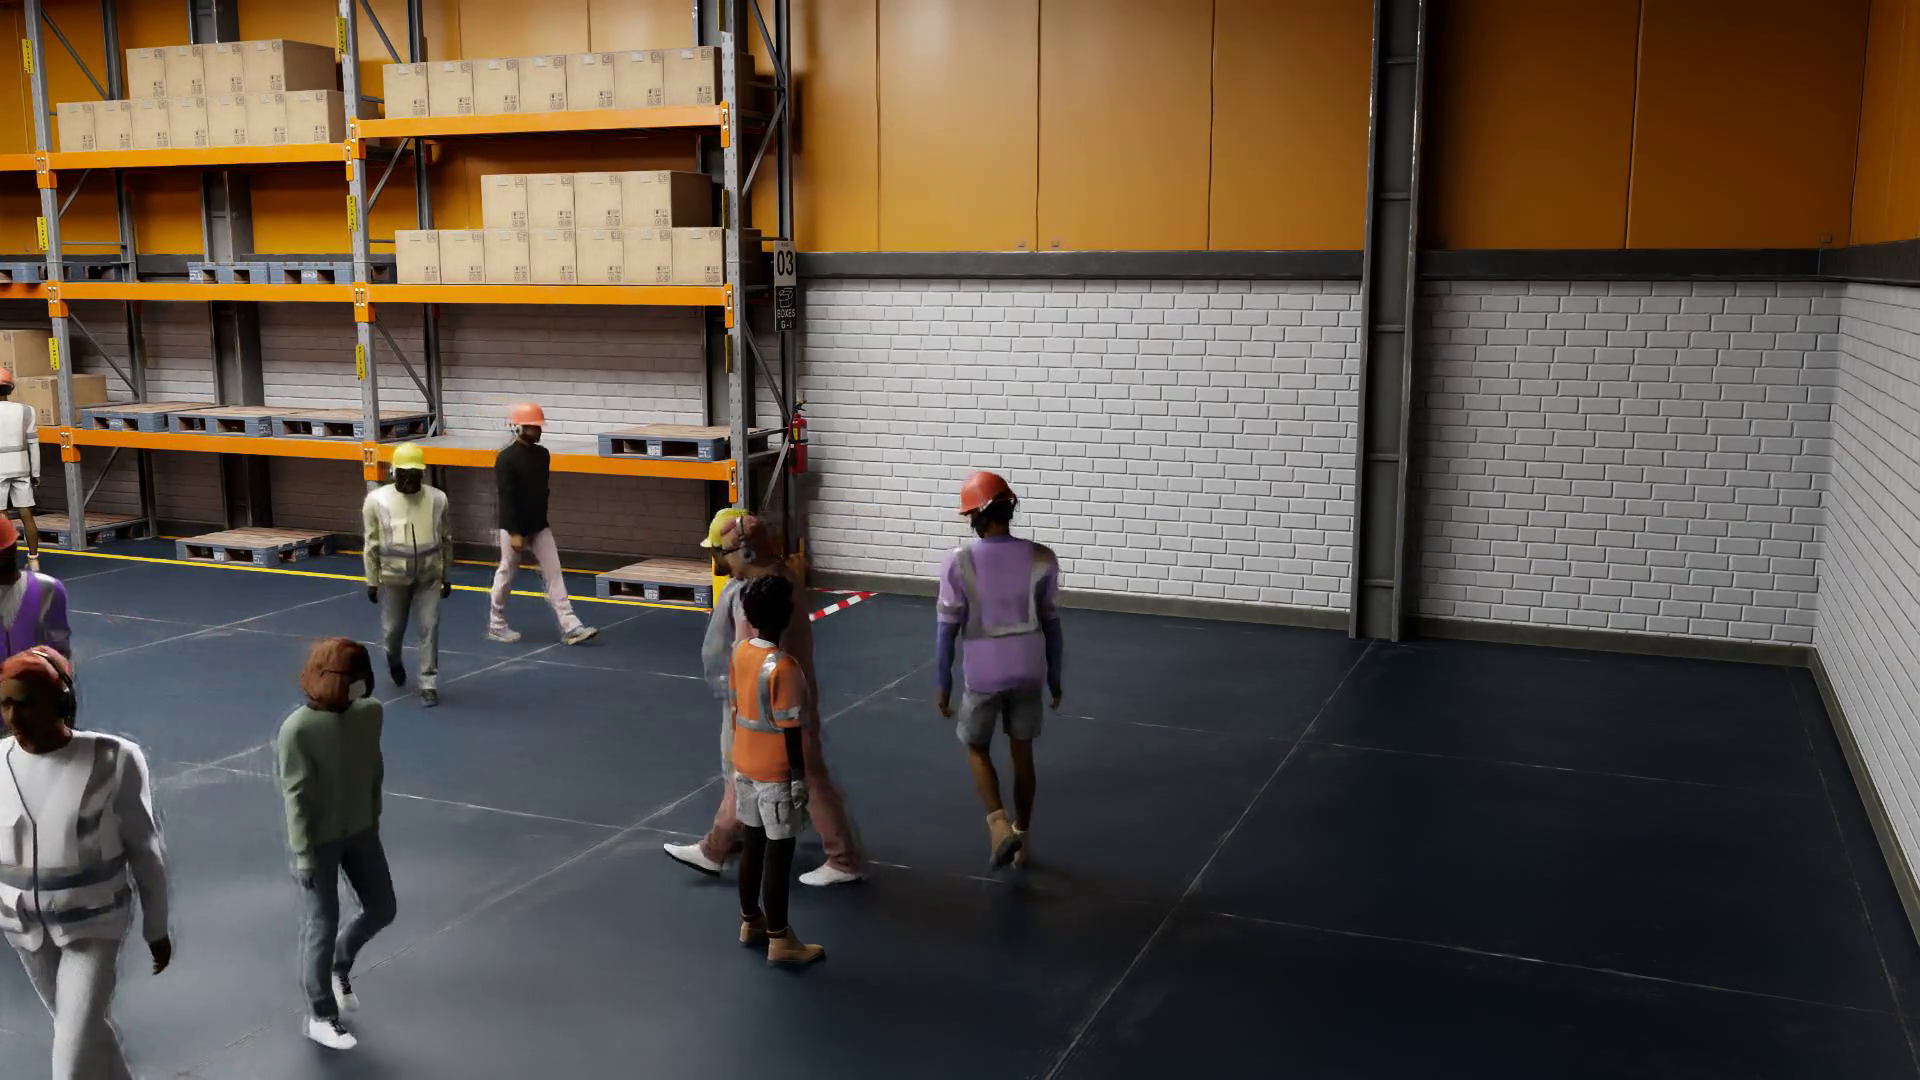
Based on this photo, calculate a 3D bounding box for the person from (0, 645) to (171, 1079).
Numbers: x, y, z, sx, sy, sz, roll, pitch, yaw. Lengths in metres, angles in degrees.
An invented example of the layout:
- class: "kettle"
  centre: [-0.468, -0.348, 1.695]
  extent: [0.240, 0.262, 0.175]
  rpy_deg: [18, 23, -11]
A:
- class: "person"
  centre: [-2.861, 1.246, 5.214]
  extent: [0.606, 1.828, 0.994]
  rpy_deg: [0, 9, 1]

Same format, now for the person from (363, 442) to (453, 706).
- class: "person"
  centre: [-3.808, 0.216, 11.503]
  extent: [0.604, 1.815, 0.676]
  rpy_deg: [-5, 11, -28]

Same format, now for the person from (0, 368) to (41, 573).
- class: "person"
  centre: [-9.231, -0.651, 16.085]
  extent: [0.384, 2.039, 0.616]
  rpy_deg: [7, 12, 38]

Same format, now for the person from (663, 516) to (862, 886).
- class: "person"
  centre: [-0.946, 0.790, 7.987]
  extent: [1.007, 1.830, 0.715]
  rpy_deg: [-1, 9, -6]

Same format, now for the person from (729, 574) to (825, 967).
- class: "person"
  centre: [-0.808, 0.985, 7.203]
  extent: [0.316, 1.700, 0.541]
  rpy_deg: [-6, 11, -32]

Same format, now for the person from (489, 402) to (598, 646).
- class: "person"
  centre: [-3.379, -0.114, 13.129]
  extent: [1.013, 1.936, 0.649]
  rpy_deg: [5, 10, 27]

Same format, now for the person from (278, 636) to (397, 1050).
- class: "person"
  centre: [-2.398, 1.158, 6.411]
  extent: [0.366, 1.623, 0.495]
  rpy_deg: [6, 11, 31]

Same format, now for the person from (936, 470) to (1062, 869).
- class: "person"
  centre: [0.207, 0.666, 8.195]
  extent: [0.658, 2.011, 0.610]
  rpy_deg: [-2, 10, -14]

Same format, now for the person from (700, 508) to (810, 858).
- class: "person"
  centre: [-1.033, 0.730, 8.406]
  extent: [0.537, 1.813, 0.587]
  rpy_deg: [-1, 9, -6]

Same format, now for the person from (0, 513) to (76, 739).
- class: "person"
  centre: [-4.540, 0.765, 7.961]
  extent: [0.551, 1.900, 0.801]
  rpy_deg: [-6, 11, -33]
